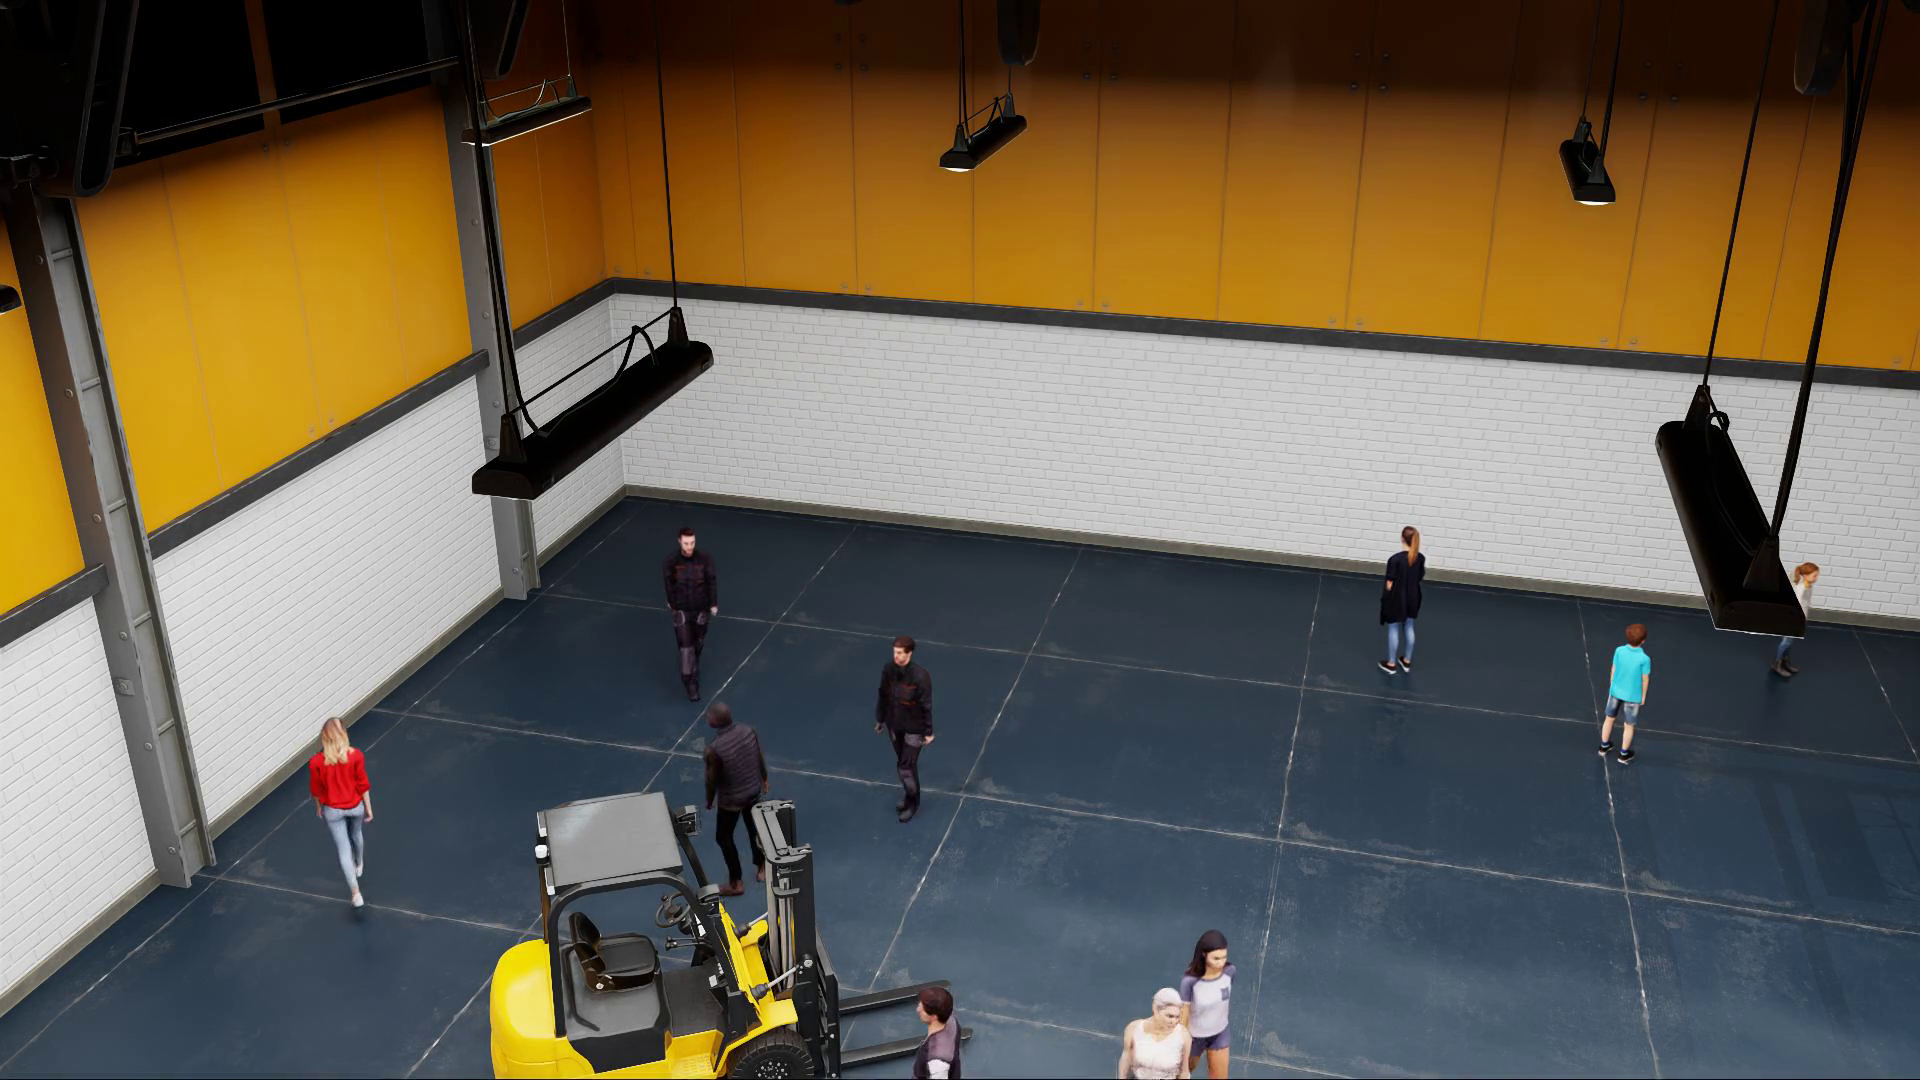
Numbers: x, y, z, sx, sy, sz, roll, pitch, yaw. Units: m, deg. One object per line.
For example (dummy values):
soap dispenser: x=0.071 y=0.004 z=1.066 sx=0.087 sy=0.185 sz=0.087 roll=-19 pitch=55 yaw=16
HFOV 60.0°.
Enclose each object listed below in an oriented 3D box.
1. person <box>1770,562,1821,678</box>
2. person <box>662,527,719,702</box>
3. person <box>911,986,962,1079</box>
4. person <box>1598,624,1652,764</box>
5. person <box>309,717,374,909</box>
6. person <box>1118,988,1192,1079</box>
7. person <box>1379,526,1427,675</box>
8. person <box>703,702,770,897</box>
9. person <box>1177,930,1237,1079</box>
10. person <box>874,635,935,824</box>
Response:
person: x=8.986 y=0.840 z=17.878 sx=0.523 sy=1.312 sz=0.601 roll=-20 pitch=30 yaw=-37
person: x=-2.853 y=0.692 z=17.546 sx=1.182 sy=1.848 sz=1.399 roll=-7 pitch=24 yaw=-15
person: x=-0.057 y=3.670 z=10.746 sx=0.760 sy=1.840 sz=0.757 roll=3 pitch=24 yaw=6
person: x=6.512 y=1.472 z=16.261 sx=0.591 sy=1.449 sz=0.612 roll=21 pitch=31 yaw=39
person: x=-5.203 y=2.325 z=14.035 sx=1.073 sy=1.668 sz=1.157 roll=-12 pitch=26 yaw=-26
person: x=1.267 y=3.650 z=10.973 sx=0.634 sy=1.693 sz=0.529 roll=13 pitch=27 yaw=28
person: x=4.762 y=0.636 z=17.881 sx=0.720 sy=1.684 sz=0.732 roll=-7 pitch=24 yaw=-15
person: x=-1.835 y=2.172 z=14.198 sx=0.781 sy=1.818 sz=0.965 roll=-14 pitch=27 yaw=-30
person: x=1.643 y=3.389 z=11.556 sx=1.020 sy=1.704 sz=1.137 roll=-9 pitch=25 yaw=-20
person: x=-0.424 y=1.679 z=15.314 sx=0.858 sy=1.828 sz=0.854 roll=19 pitch=30 yaw=37
